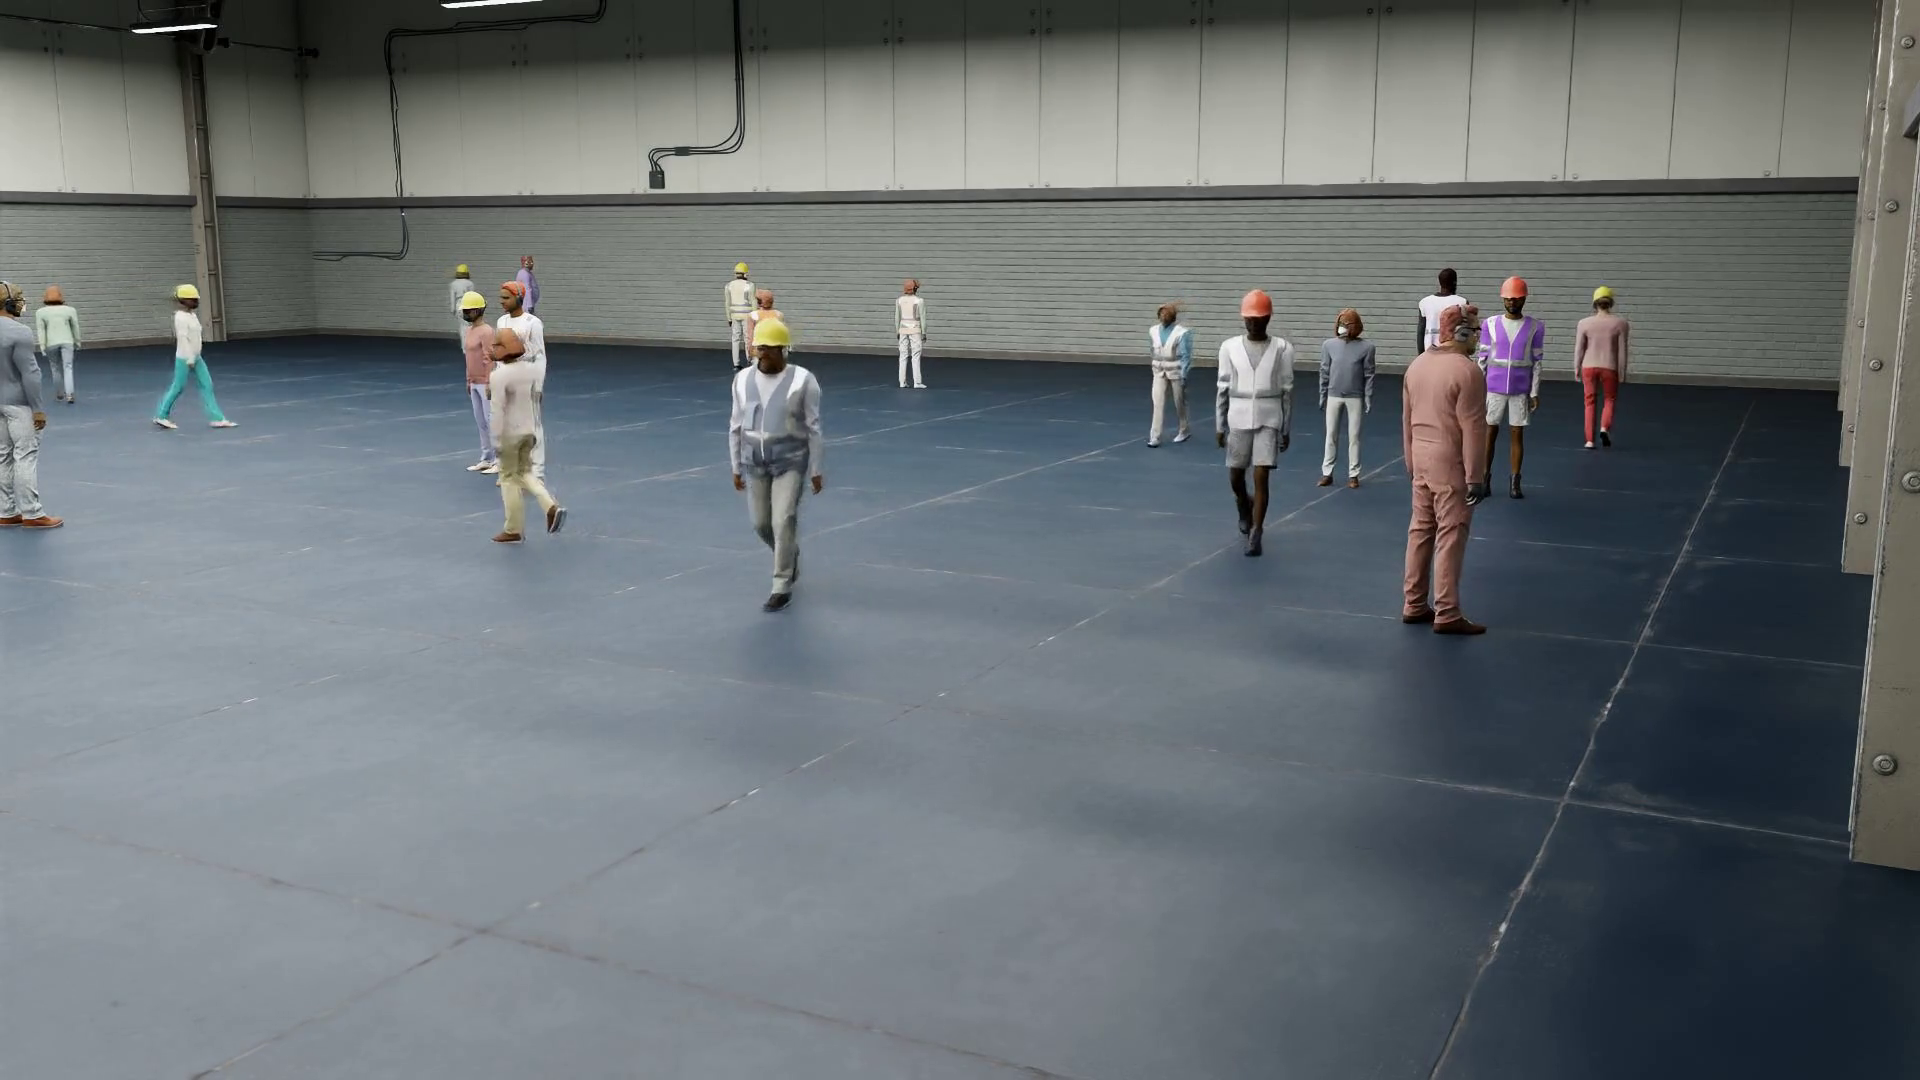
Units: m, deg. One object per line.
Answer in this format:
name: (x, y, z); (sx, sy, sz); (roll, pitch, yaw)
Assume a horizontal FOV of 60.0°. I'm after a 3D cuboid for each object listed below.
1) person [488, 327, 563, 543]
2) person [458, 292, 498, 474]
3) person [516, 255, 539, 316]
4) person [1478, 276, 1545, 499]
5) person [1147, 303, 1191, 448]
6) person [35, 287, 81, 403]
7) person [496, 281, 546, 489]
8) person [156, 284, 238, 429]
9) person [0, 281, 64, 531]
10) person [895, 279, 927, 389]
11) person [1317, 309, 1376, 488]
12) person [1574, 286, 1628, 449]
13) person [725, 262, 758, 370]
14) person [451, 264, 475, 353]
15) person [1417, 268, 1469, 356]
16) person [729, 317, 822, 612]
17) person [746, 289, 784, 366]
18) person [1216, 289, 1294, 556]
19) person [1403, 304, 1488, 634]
person: (-3.276, -0.770, 12.368); (0.479, 1.617, 0.522); (4, 11, 22)
person: (-4.647, -1.514, 16.083); (0.350, 1.759, 0.522); (-9, 14, -39)
person: (-8.406, -4.590, 32.434); (0.406, 1.910, 0.639); (-4, 11, -23)
person: (4.798, -1.325, 14.549); (0.542, 1.939, 0.363); (4, 11, 19)
person: (2.322, -1.811, 18.209); (0.521, 1.568, 0.928); (6, 12, 31)
person: (-12.399, -2.682, 22.898); (0.512, 1.592, 0.863); (-5, 12, -27)
person: (-4.002, -1.403, 15.121); (0.583, 1.882, 0.338); (7, 13, 35)
person: (-9.178, -2.172, 19.771); (0.916, 1.721, 0.542); (0, 10, -2)
person: (-7.373, -1.038, 12.979); (0.635, 1.938, 0.359); (5, 12, 26)
person: (-0.736, -3.088, 24.980); (0.523, 1.638, 0.311); (6, 12, 28)
person: (3.519, -1.285, 15.164); (0.501, 1.631, 0.285); (5, 11, 25)
person: (6.879, -1.846, 17.885); (0.541, 1.751, 0.368); (4, 11, 21)
person: (-3.688, -3.794, 28.295); (0.586, 1.834, 0.403); (4, 11, 19)
person: (-9.675, -4.529, 32.600); (0.496, 1.736, 0.482); (4, 11, 20)
person: (5.543, -2.150, 19.110); (0.597, 1.915, 0.370); (7, 13, 34)
person: (-1.132, -0.498, 10.417); (0.602, 1.811, 0.752); (3, 11, 17)
person: (-2.389, -2.268, 20.492); (0.522, 1.645, 0.306); (-7, 12, -33)
person: (2.155, -0.871, 12.156); (0.550, 1.918, 0.748); (3, 11, 15)
person: (2.846, -0.412, 9.665); (0.401, 1.904, 0.650); (-4, 11, -20)
